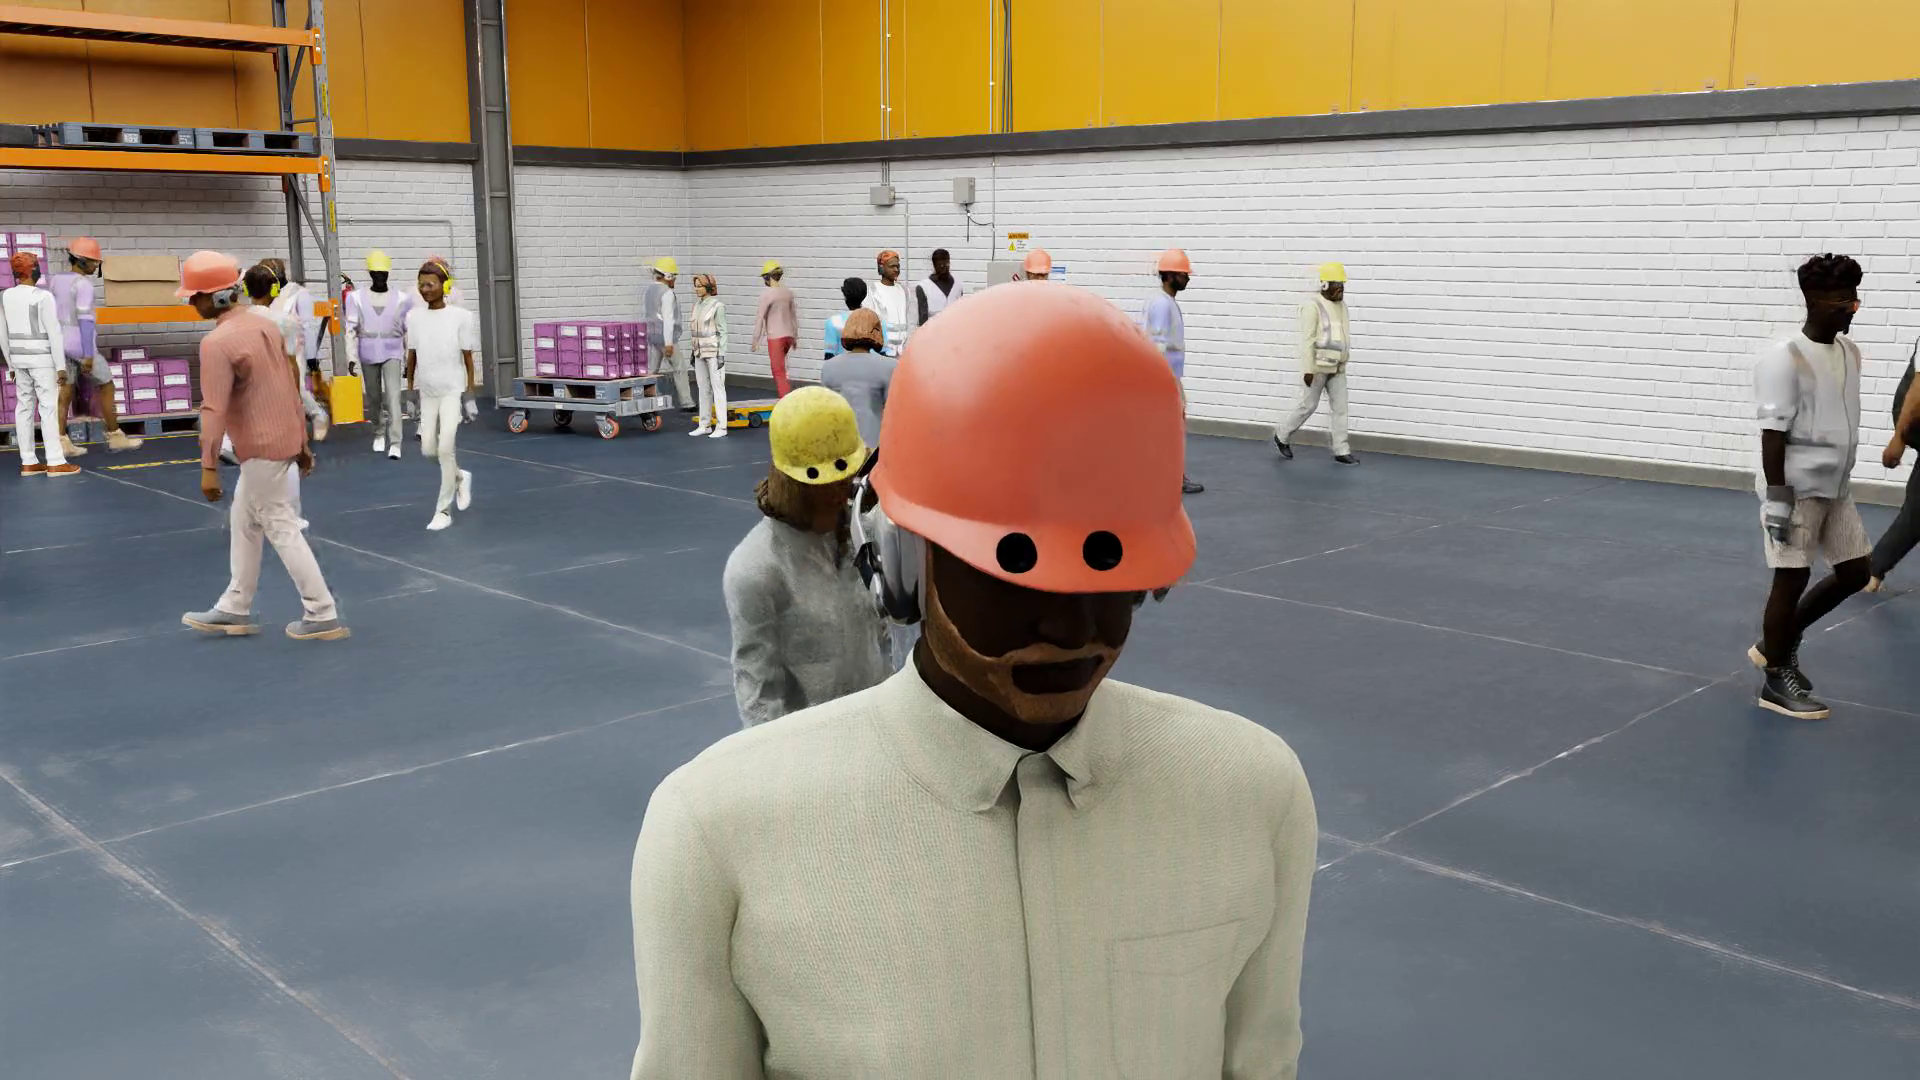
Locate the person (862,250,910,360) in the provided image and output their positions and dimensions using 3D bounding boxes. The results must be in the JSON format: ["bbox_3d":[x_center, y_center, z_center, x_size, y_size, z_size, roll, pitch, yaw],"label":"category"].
[{"bbox_3d":[-0.657,-1.715,15.329,0.355,1.883,0.575,9,14,42],"label":"person"}]

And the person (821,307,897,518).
[{"bbox_3d":[-0.552,-0.494,9.393,0.492,1.624,0.310,4,11,22],"label":"person"}]

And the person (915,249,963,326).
[{"bbox_3d":[-0.218,-2.157,17.749,0.637,1.886,0.531,-7,12,-33],"label":"person"}]

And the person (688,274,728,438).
[{"bbox_3d":[-2.526,-1.842,16.683,0.522,1.638,0.310,10,14,43],"label":"person"}]

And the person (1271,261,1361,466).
[{"bbox_3d":[3.182,-1.573,14.785,0.610,1.807,0.845,-9,14,-40],"label":"person"}]

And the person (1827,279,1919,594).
[{"bbox_3d":[5.313,-0.631,8.982,0.689,2.000,1.096,-8,13,-38],"label":"person"}]

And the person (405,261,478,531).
[{"bbox_3d":[-3.609,-1.021,11.655,0.524,1.847,0.725,2,11,9],"label":"person"}]

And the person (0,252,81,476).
[{"bbox_3d":[-7.770,-1.470,13.990,0.579,1.884,0.352,2,11,13],"label":"person"}]

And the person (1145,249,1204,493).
[{"bbox_3d":[1.547,-1.315,13.035,0.700,1.916,0.552,3,11,16],"label":"person"}]

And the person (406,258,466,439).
[{"bbox_3d":[-5.292,-1.943,16.837,0.658,1.798,1.160,3,11,14],"label":"person"}]

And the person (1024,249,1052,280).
[{"bbox_3d":[0.638,-1.387,13.485,0.578,1.895,0.918,-1,10,-5],"label":"person"}]

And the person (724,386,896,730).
[{"bbox_3d":[-0.334,0.517,3.621,0.396,1.711,0.804,9,13,39],"label":"person"}]

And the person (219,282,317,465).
[{"bbox_3d":[-6.213,-1.525,14.714,0.539,1.723,0.872,7,13,34],"label":"person"}]

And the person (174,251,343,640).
[{"bbox_3d":[-3.519,-0.434,8.174,0.874,1.937,0.640,0,10,0],"label":"person"}]

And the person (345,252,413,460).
[{"bbox_3d":[-5.319,-1.703,15.297,0.586,1.882,1.017,-3,11,-14],"label":"person"}]

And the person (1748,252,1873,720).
[{"bbox_3d":[3.578,-0.222,6.993,0.627,1.951,0.415,-6,12,-30],"label":"person"}]

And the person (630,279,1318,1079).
[{"bbox_3d":[0.030,0.782,1.421,0.608,1.989,0.386,-4,11,-19],"label":"person"}]

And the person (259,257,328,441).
[{"bbox_3d":[-6.372,-1.764,15.769,0.632,1.816,0.540,3,11,17],"label":"person"}]

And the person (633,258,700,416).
[{"bbox_3d":[-3.372,-2.264,18.622,0.935,1.782,0.597,-7,13,-35],"label":"person"}]

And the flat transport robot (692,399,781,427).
[{"bbox_3d":[-2.098,-1.384,17.923,1.431,0.197,0.652,-8,13,-38],"label":"flat transport robot"}]

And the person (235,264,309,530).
[{"bbox_3d":[-4.648,-0.912,11.093,0.524,1.846,0.788,0,10,-1],"label":"person"}]

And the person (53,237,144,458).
[{"bbox_3d":[-8.000,-1.770,15.322,0.620,1.988,0.921,6,12,29],"label":"person"}]

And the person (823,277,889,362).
[{"bbox_3d":[-0.855,-1.293,13.556,0.537,1.686,0.363,-4,11,-23],"label":"person"}]

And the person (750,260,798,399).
[{"bbox_3d":[-2.039,-2.217,18.416,0.521,1.734,0.552,5,12,28],"label":"person"}]
